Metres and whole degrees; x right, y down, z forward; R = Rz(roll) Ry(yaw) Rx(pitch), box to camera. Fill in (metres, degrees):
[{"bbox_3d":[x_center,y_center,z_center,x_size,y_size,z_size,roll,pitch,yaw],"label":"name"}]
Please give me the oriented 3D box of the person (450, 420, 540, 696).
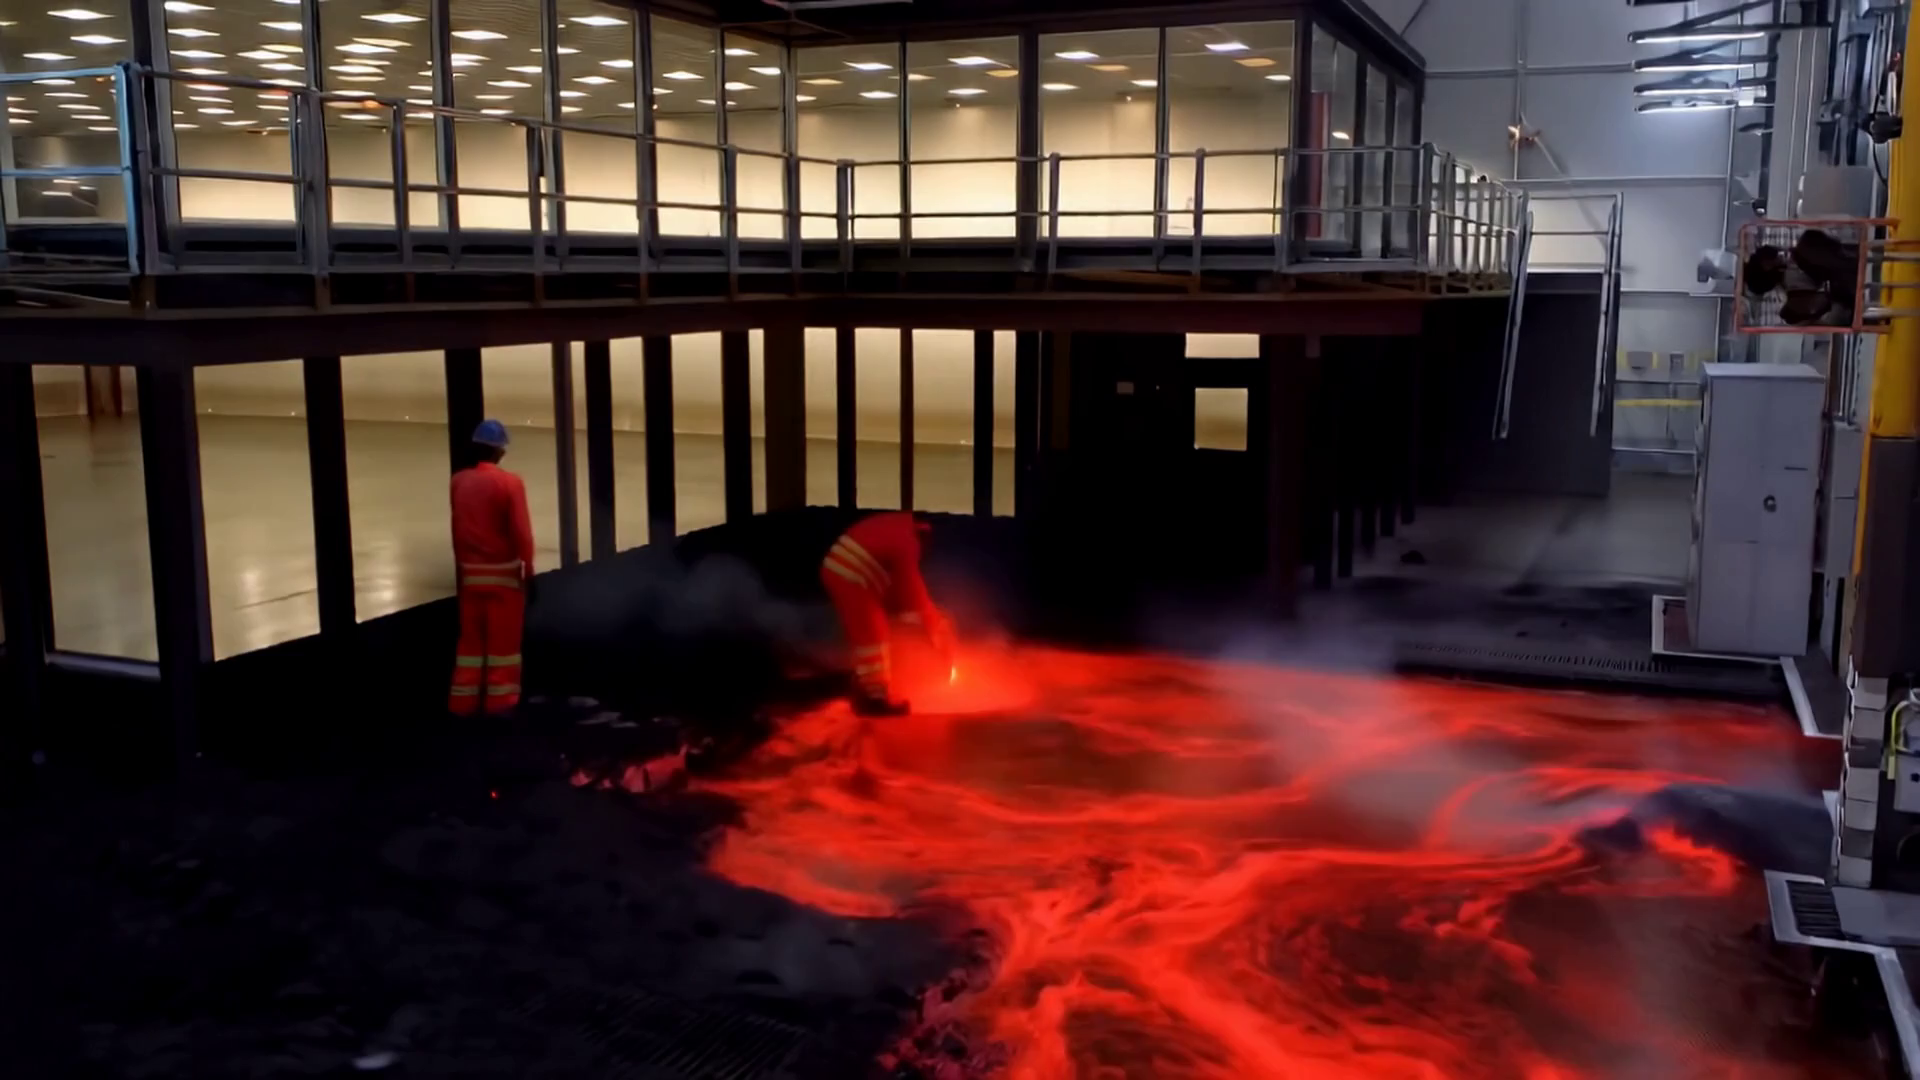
[{"bbox_3d":[-3.349,0.133,11.972,0.610,1.995,0.375,2,9,12],"label":"person"}]
